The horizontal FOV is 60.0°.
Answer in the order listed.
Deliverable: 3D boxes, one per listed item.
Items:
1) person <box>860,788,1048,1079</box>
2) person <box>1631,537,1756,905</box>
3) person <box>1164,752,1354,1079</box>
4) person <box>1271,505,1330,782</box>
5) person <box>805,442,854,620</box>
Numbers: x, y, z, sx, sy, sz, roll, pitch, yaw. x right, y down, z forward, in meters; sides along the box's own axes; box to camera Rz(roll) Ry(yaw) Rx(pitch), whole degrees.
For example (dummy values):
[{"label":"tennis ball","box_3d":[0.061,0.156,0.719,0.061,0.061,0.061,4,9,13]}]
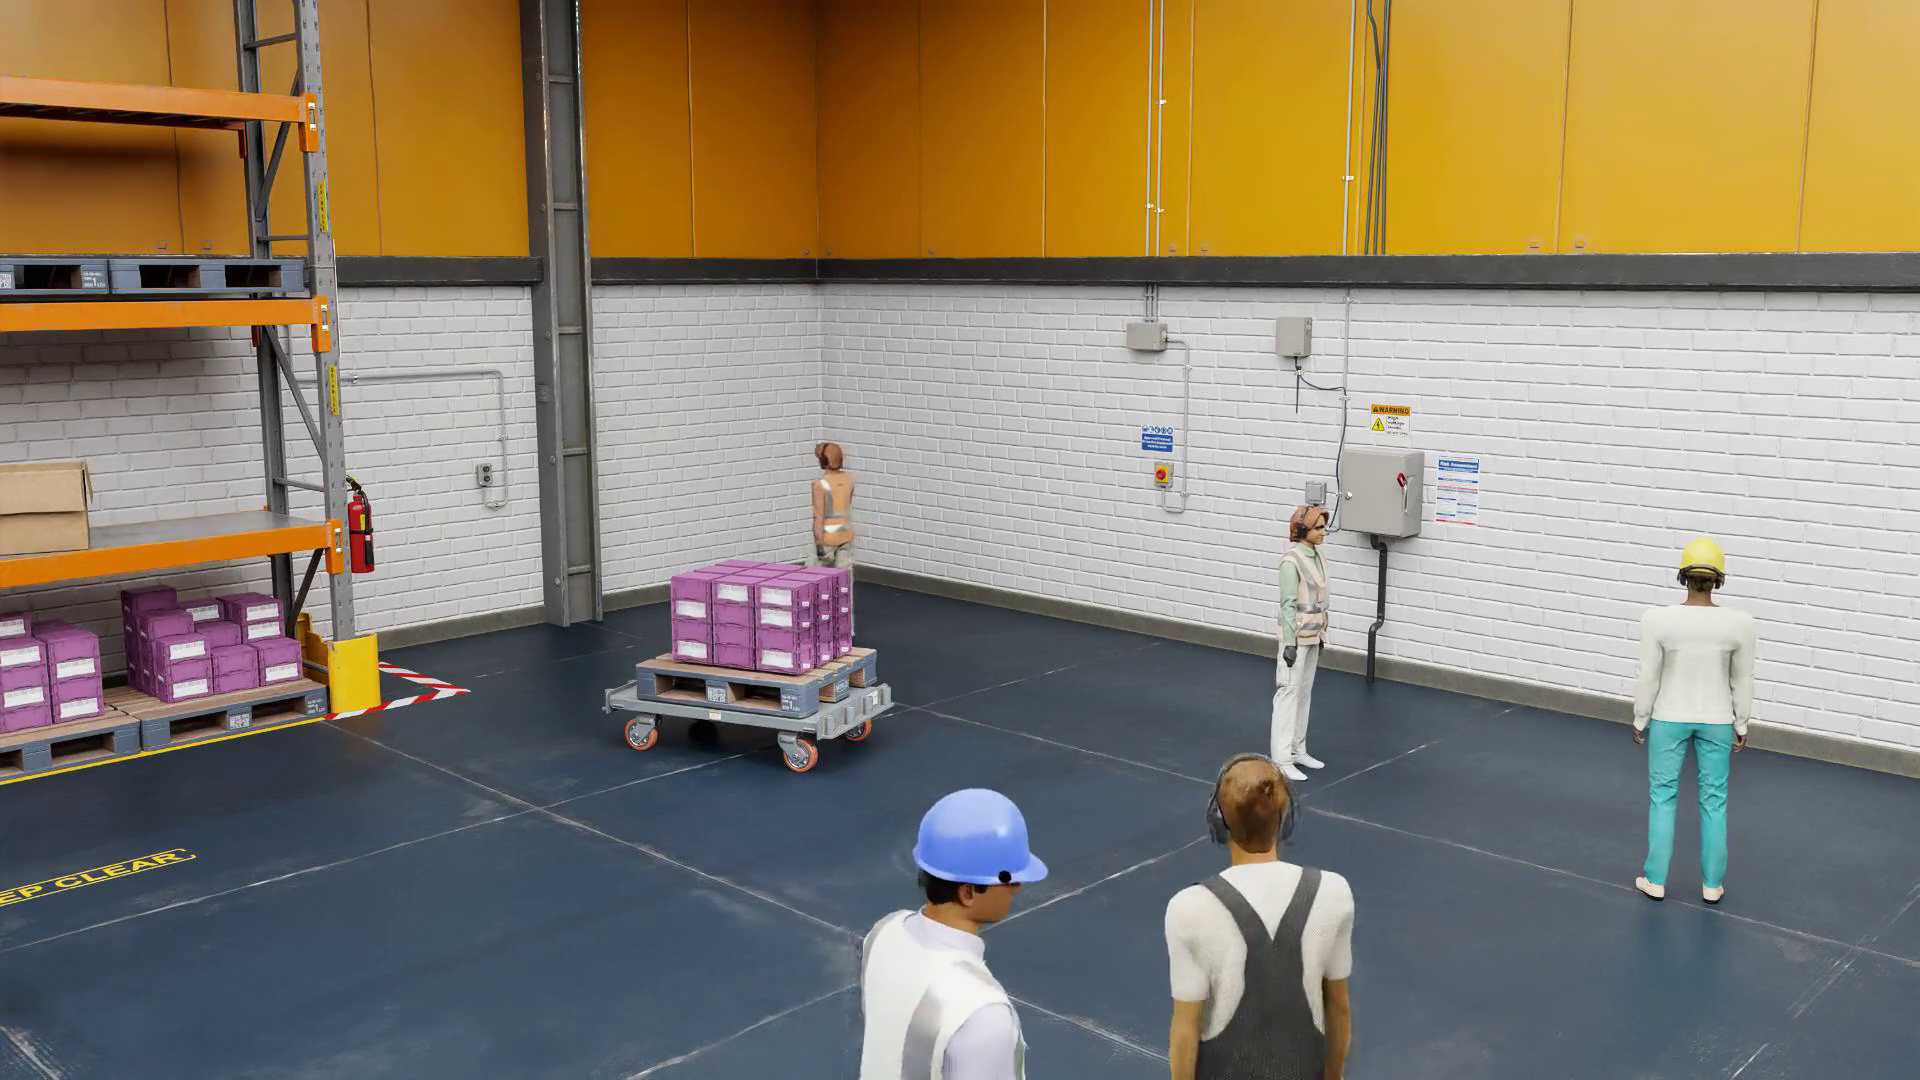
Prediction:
[{"label":"person","box_3d":[-0.113,1.489,3.725,0.898,1.912,0.630,-4,10,-22]},{"label":"person","box_3d":[3.498,0.864,7.967,0.534,1.767,0.313,2,9,13]},{"label":"person","box_3d":[0.778,1.455,4.221,0.511,1.822,0.795,-1,9,-7]},{"label":"person","box_3d":[2.045,0.604,9.953,0.310,1.638,0.523,6,11,32]},{"label":"person","box_3d":[-1.119,-0.003,13.728,0.570,1.623,0.524,8,12,40]}]
